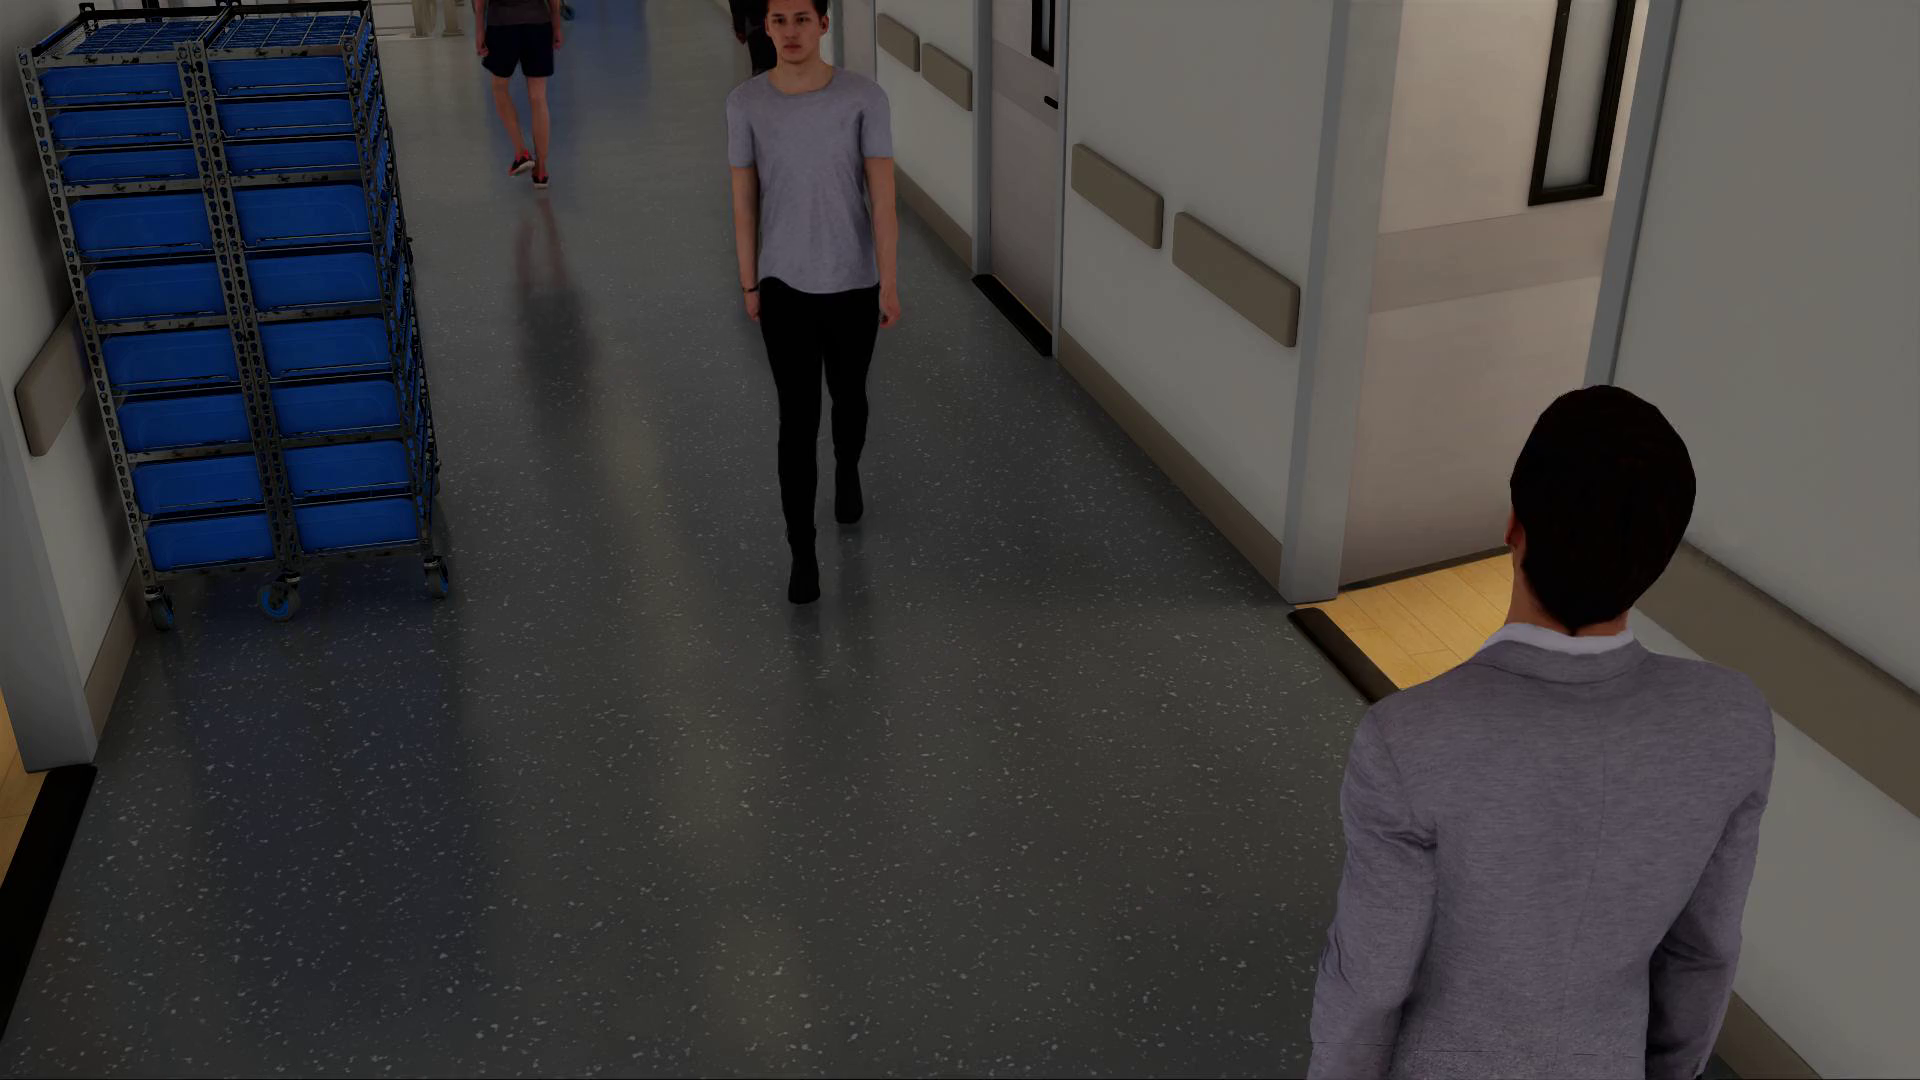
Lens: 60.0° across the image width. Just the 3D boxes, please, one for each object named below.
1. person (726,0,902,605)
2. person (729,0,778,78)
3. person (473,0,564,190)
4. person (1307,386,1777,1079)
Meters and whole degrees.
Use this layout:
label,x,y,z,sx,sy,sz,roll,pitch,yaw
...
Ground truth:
label,x,y,z,sx,sy,sz,roll,pitch,yaw
person,-0.424,-0.814,5.254,0.803,1.828,1.213,-2,26,-4
person,-1.177,-3.313,10.467,0.698,1.801,0.933,-8,27,-15
person,-2.565,-2.964,9.698,0.710,1.841,0.657,-10,28,-20
person,0.684,0.755,2.013,0.812,1.817,1.185,-3,26,-7
